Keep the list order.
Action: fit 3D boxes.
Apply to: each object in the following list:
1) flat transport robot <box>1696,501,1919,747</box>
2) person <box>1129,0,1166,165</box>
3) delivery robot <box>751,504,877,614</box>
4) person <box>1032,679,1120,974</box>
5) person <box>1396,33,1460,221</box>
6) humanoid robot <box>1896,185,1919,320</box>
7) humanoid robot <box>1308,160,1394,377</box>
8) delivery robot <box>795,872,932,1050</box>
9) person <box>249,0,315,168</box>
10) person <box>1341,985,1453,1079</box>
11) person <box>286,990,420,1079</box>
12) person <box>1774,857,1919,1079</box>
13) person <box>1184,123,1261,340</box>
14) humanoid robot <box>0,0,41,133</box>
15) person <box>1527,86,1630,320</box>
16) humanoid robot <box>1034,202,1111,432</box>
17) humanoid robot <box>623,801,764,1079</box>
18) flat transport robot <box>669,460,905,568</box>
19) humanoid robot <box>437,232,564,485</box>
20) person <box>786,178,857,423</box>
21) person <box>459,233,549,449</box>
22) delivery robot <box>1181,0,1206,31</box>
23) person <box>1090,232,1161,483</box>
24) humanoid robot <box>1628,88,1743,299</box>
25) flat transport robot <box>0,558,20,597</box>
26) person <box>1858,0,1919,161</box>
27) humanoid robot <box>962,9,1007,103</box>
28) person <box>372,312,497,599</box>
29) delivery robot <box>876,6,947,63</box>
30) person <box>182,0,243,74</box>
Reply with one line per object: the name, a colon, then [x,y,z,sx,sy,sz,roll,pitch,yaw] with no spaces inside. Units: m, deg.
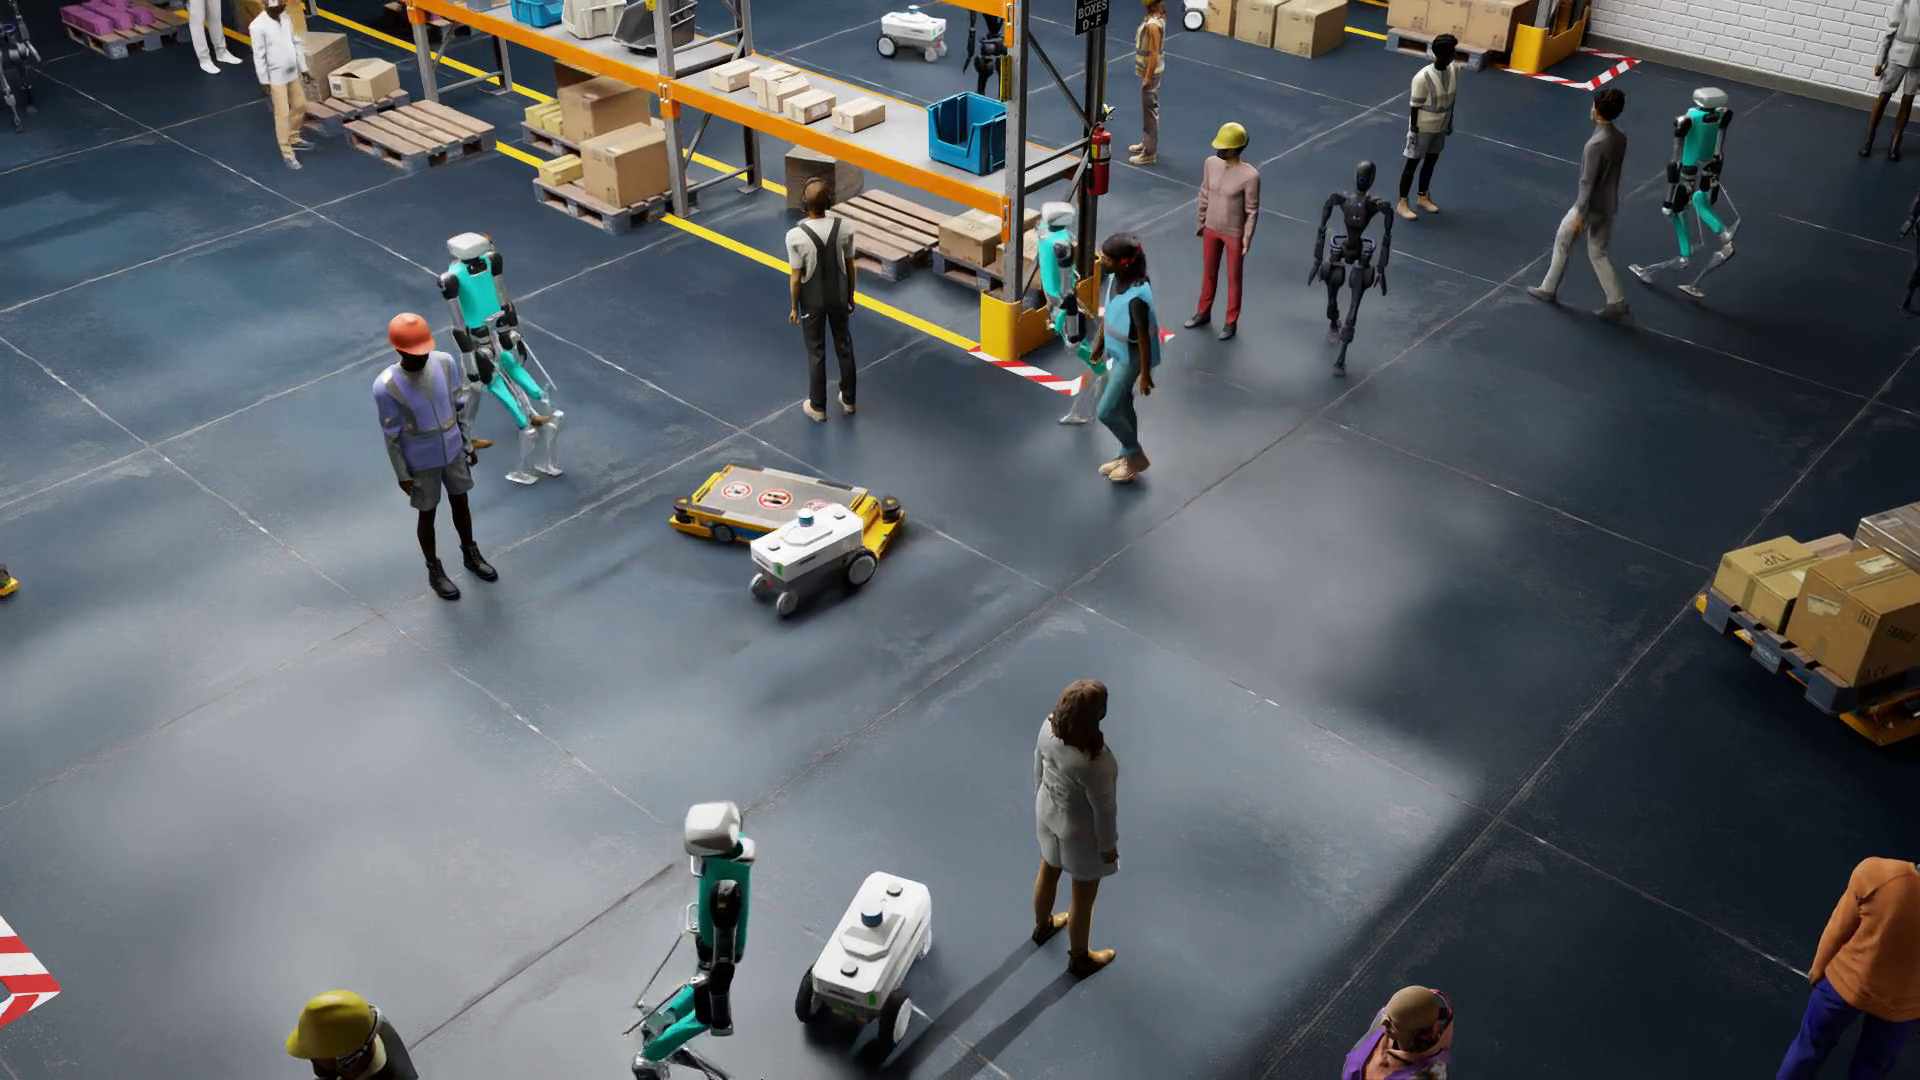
flat transport robot: [5.152,0.652,9.866,0.659,0.231,1.431,-14,37,-19]
person: [1.803,-4.511,16.017,0.323,1.773,0.471,3,35,5]
delivery robot: [-0.936,0.074,10.464,0.807,0.609,0.499,-27,43,-33]
person: [0.547,1.305,7.692,0.335,1.659,0.499,-24,41,-30]
person: [4.224,-3.720,14.948,0.535,1.691,0.319,-20,39,-27]
humanoid robot: [7.865,-2.575,13.301,0.611,1.641,0.387,7,35,9]
humanoid robot: [2.992,-2.132,12.698,0.601,1.639,0.744,10,36,14]
delivery robot: [-0.416,1.948,7.751,0.499,0.611,0.792,13,37,17]
person: [-6.575,-4.496,16.066,0.385,1.719,0.618,9,36,12]
person: [1.603,2.269,6.268,0.351,1.694,0.480,-8,35,-12]
person: [-2.110,2.295,6.108,0.403,1.831,0.592,-17,38,-23]
person: [3.717,1.795,6.716,0.517,1.973,0.400,20,39,26]
person: [2.068,-2.415,12.993,0.525,1.765,0.326,28,43,34]
humanoid robot: [-9.742,-5.038,16.929,0.600,1.653,0.776,-16,38,-21]
person: [5.123,-2.663,13.280,0.557,1.858,0.866,-22,40,-29]
humanoid robot: [0.881,-1.557,11.786,0.713,1.803,0.537,-10,36,-14]
humanoid robot: [-1.173,1.807,6.877,0.786,1.755,0.532,-3,35,-5]
flat transport robot: [-1.147,-0.170,11.056,1.431,0.231,0.659,12,36,17]
humanoid robot: [-2.974,-1.159,11.214,0.838,1.788,0.551,17,38,23]
person: [-0.980,-1.707,11.895,0.504,1.846,0.350,-13,37,-19]
person: [-3.275,-1.392,11.640,0.795,1.612,0.460,-7,35,-10]
delivery robot: [2.996,-6.371,19.778,0.754,0.583,0.516,4,35,6]
person: [1.111,-1.208,11.176,0.460,1.847,0.516,-6,35,-9]
humanoid robot: [6.014,-2.740,13.479,0.540,1.732,0.982,-14,37,-20]
flat transport robot: [-6.688,0.142,10.605,1.431,0.231,0.659,24,41,31]
person: [9.161,-4.633,16.069,0.546,1.926,0.388,13,37,17]
humanoid robot: [0.338,-4.818,16.561,0.613,1.664,0.463,-14,37,-20]
person: [-3.184,-0.518,10.105,0.384,1.929,0.544,28,43,34]
delivery robot: [-0.528,-5.770,18.908,0.767,0.583,0.499,14,37,20]
person: [-8.325,-6.115,18.231,0.406,1.904,0.650,12,36,17]
